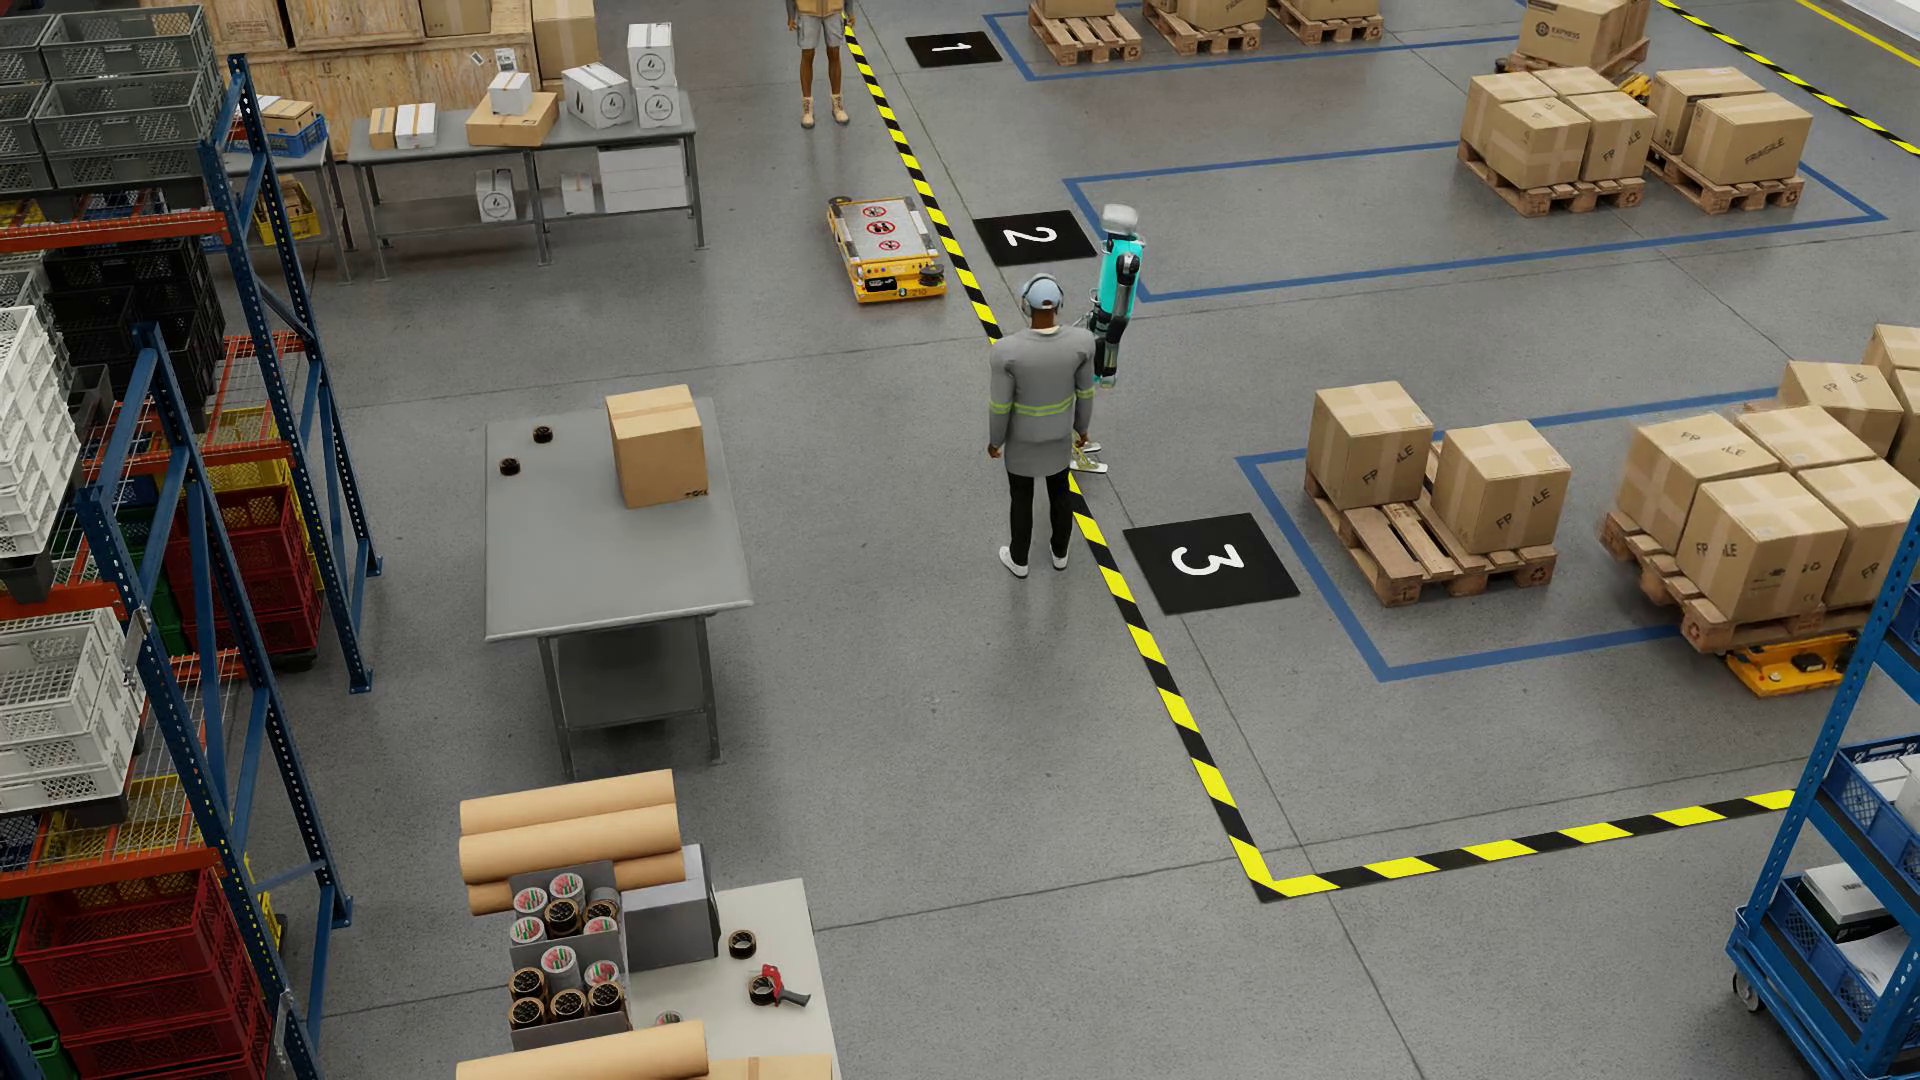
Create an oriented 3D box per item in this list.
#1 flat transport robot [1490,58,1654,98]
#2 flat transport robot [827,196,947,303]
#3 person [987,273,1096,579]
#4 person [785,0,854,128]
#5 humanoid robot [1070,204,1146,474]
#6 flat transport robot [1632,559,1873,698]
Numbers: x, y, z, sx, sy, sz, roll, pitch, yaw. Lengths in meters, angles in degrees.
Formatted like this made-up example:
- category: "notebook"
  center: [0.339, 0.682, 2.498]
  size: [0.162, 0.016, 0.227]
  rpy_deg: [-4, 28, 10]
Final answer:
- category: "flat transport robot"
  center: [5.644, -4.196, 15.170]
  size: [1.431, 0.197, 0.652]
  rpy_deg: [28, 45, 32]
- category: "flat transport robot"
  center: [-0.570, -2.220, 12.538]
  size: [0.659, 0.231, 1.431]
  rpy_deg: [-8, 37, -10]
- category: "person"
  center: [0.425, -0.618, 9.057]
  size: [0.598, 1.850, 0.387]
  rpy_deg: [-9, 38, -12]
- category: "person"
  center: [-1.187, -4.540, 14.168]
  size: [0.605, 2.048, 0.366]
  rpy_deg: [-8, 37, -11]
- category: "humanoid robot"
  center: [0.682, -1.170, 9.788]
  size: [0.735, 1.672, 0.533]
  rpy_deg: [-1, 37, -1]
- category: "flat transport robot"
  center: [4.284, 0.292, 9.139]
  size: [0.652, 0.197, 1.431]
  rpy_deg: [-8, 37, -10]
